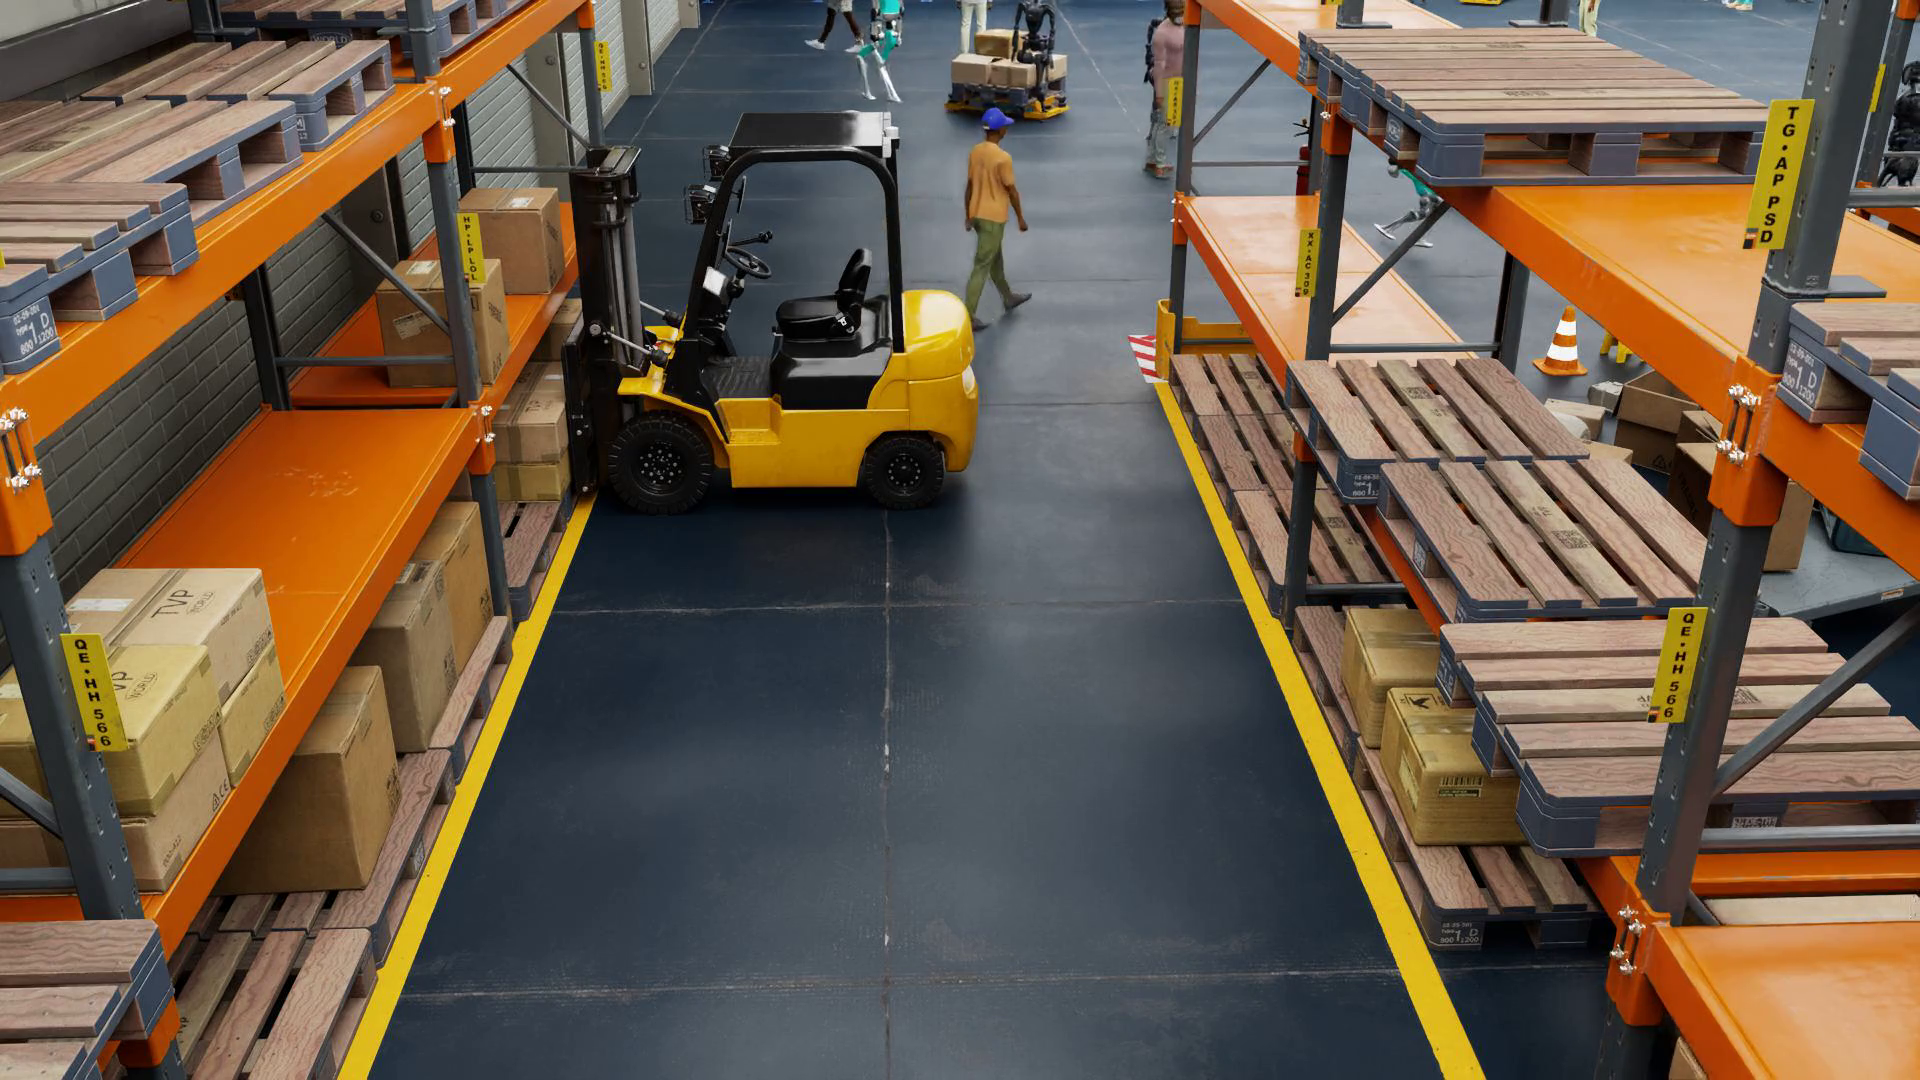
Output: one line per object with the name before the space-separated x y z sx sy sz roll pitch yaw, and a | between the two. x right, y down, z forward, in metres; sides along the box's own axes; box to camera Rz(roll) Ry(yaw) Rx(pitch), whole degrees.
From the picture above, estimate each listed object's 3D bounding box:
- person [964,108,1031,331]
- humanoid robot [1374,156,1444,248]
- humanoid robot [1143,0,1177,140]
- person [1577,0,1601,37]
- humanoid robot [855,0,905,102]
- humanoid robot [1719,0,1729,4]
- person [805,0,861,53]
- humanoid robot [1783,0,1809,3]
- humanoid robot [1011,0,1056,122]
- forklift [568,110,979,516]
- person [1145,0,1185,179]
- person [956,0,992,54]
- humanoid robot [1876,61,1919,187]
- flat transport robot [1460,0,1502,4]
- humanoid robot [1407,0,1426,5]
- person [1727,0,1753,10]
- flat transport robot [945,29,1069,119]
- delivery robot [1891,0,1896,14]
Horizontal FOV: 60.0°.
person | 0.308 -2.505 12.954 0.887 1.681 0.444 -18 31 -33
humanoid robot | 4.099 -3.397 14.776 0.545 1.754 0.954 -21 33 -38
humanoid robot | 2.374 -5.417 19.135 0.592 1.645 0.402 12 28 23
person | 8.972 -7.676 23.662 0.401 1.893 0.523 1 25 2
humanoid robot | -1.094 -6.561 21.495 0.822 1.773 0.549 23 34 40
humanoid robot | 13.841 -10.601 30.075 0.532 1.789 0.985 -6 26 -12
person | -1.882 -8.259 24.942 0.980 1.852 0.556 1 25 2
humanoid robot | 15.307 -10.542 29.984 0.424 1.652 0.600 -14 29 -28
humanoid robot | 0.893 -5.954 20.251 0.597 1.648 0.343 13 28 25
forklift | -1.043 -1.379 9.976 2.313 2.155 1.214 -1 25 -2
person | 2.185 -4.796 17.566 0.509 1.894 0.666 19 31 34
person | 0.211 -7.967 24.450 0.566 1.744 0.352 4 26 8
humanoid robot | 8.619 -3.548 15.239 0.784 1.627 0.613 5 26 11
flat transport robot | 9.692 -9.991 30.461 0.659 0.231 1.431 15 29 28
humanoid robot | 8.276 -10.478 29.843 0.600 1.652 0.315 15 29 28
person | 13.930 -10.322 29.238 0.376 1.914 0.498 -2 25 -5
flat transport robot | 0.589 -5.515 20.982 1.431 0.231 0.659 13 28 26
delivery robot | 16.008 -9.483 29.069 0.813 0.610 0.499 0 25 -1
